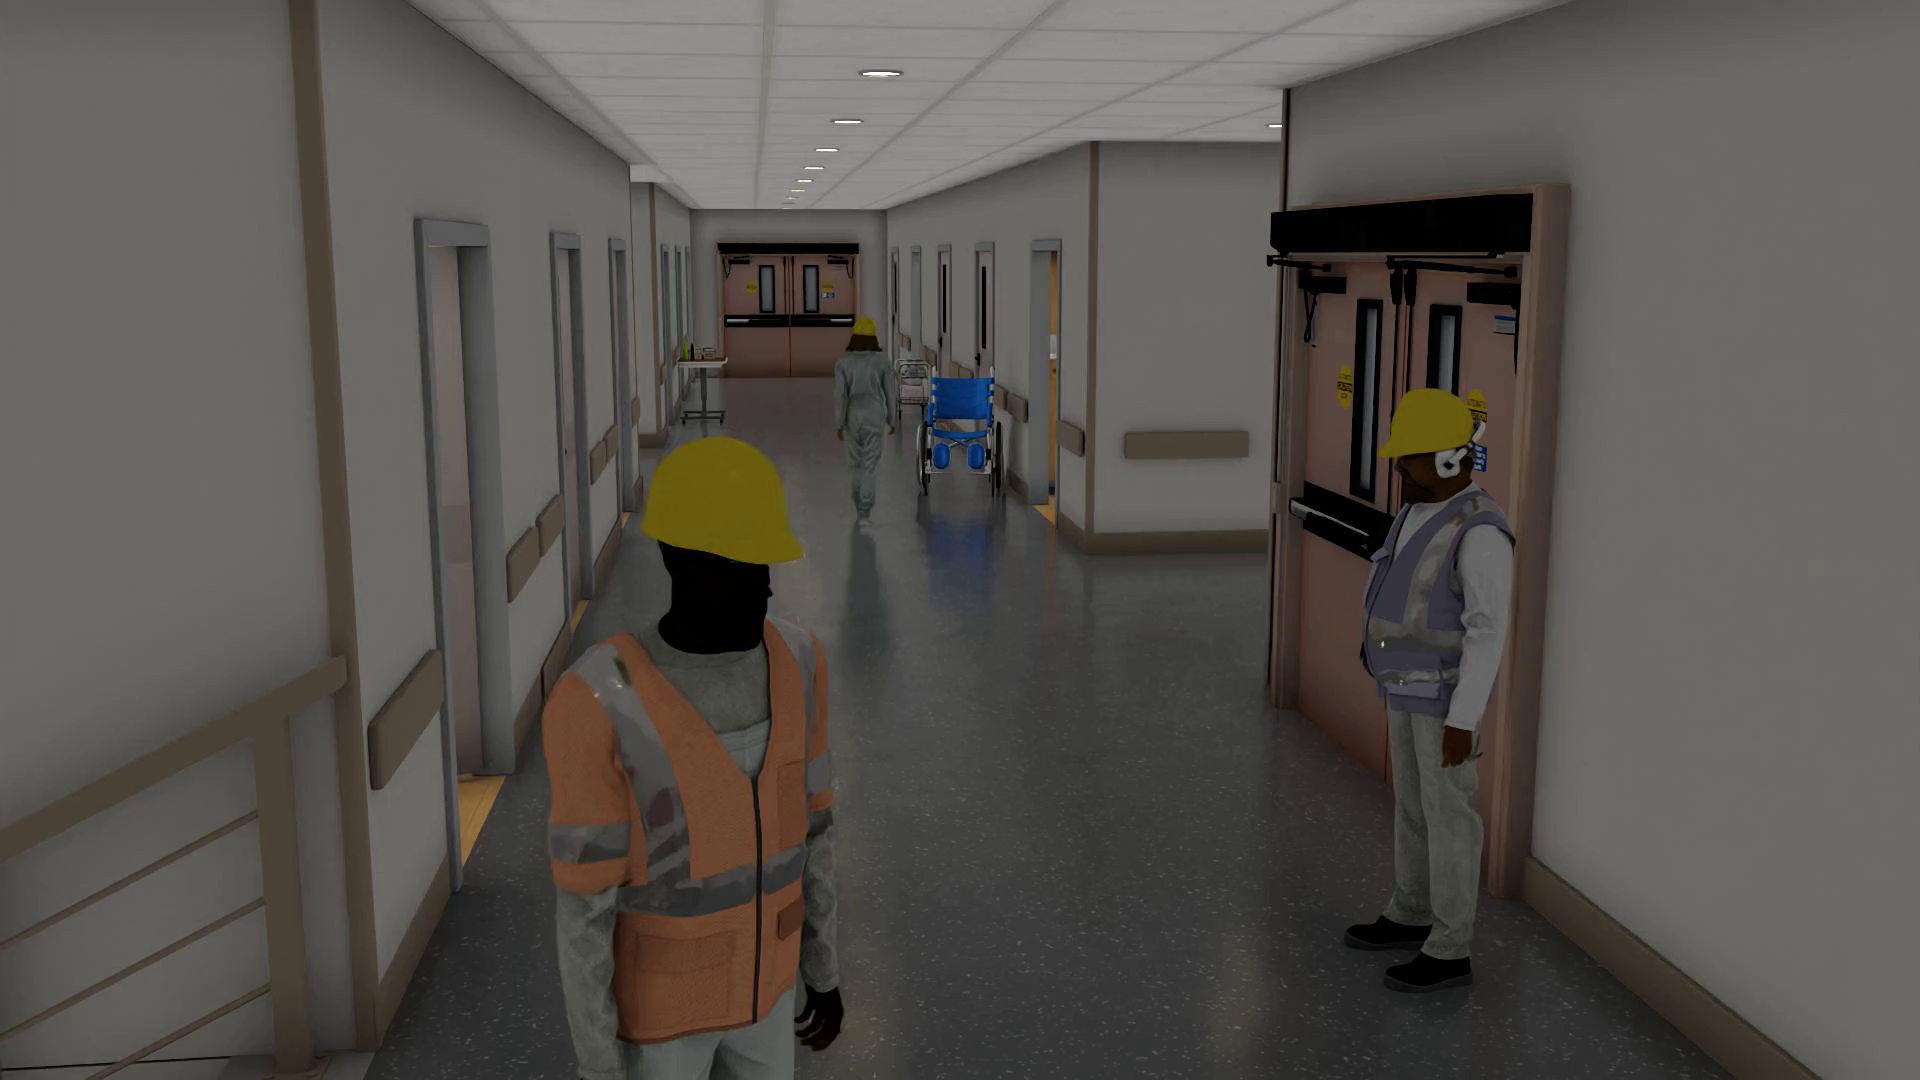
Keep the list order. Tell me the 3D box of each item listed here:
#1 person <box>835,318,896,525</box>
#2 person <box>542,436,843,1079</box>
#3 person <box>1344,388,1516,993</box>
[{"bbox_3d":[-0.783,-0.994,13.824,0.484,1.691,0.902,1,10,7],"label":"person"},{"bbox_3d":[-0.423,0.773,2.898,0.399,1.919,0.587,8,13,40],"label":"person"},{"bbox_3d":[1.419,0.451,5.045,0.403,1.822,0.588,-1,10,-6],"label":"person"}]
